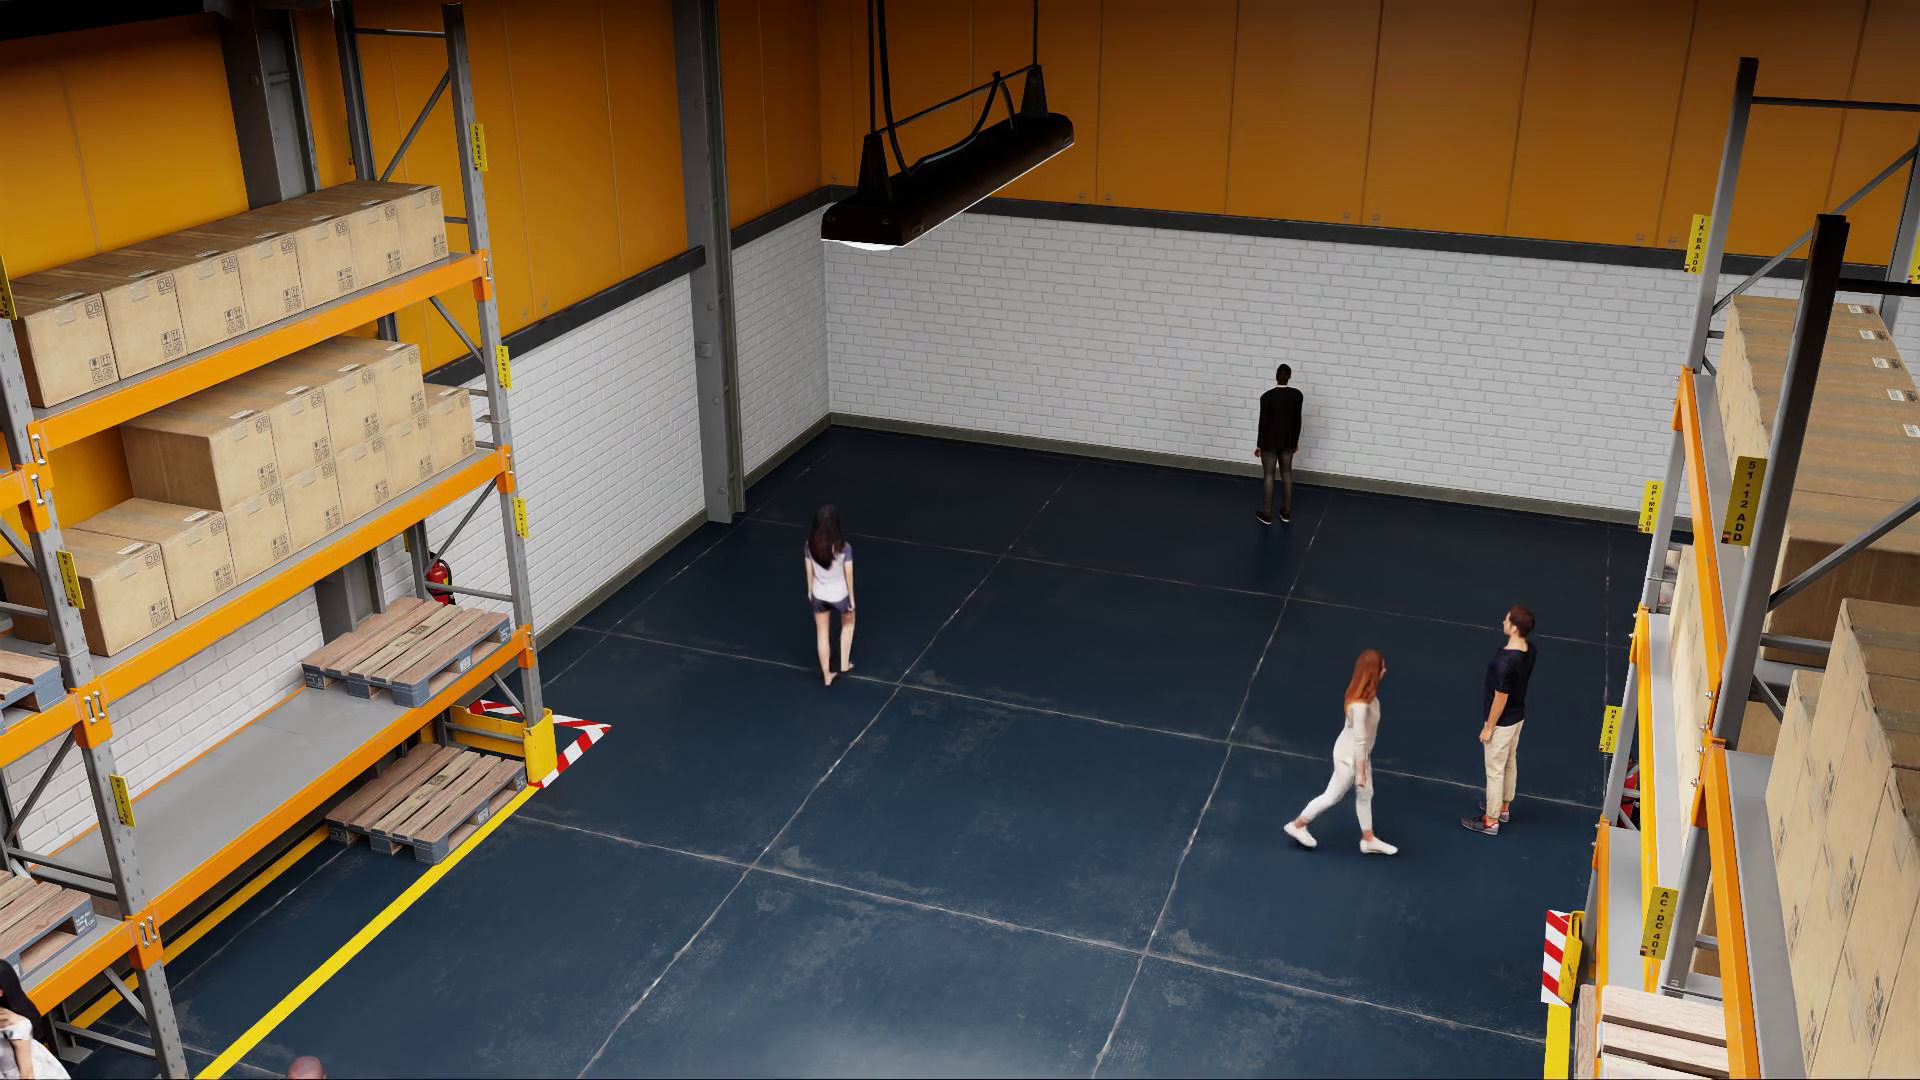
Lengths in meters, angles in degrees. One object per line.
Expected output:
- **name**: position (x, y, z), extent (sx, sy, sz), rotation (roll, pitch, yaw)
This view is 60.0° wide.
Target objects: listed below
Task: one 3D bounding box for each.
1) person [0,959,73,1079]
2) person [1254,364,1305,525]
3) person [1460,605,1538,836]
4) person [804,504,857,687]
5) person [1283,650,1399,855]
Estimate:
- **person**: position (-4.976, 2.971, 8.915), extent (0.804, 1.769, 0.778), rotation (-18, 29, -35)
- **person**: position (3.467, -1.049, 18.073), extent (0.745, 1.799, 0.754), rotation (-5, 24, -11)
- **person**: position (4.105, 1.346, 12.521), extent (0.762, 1.859, 0.593), rotation (19, 30, 37)
- **person**: position (-1.161, 0.515, 14.625), extent (0.665, 1.696, 0.710), rotation (4, 24, 9)
- **person**: position (2.787, 1.578, 12.202), extent (0.748, 1.689, 1.026), rotation (5, 24, 12)
